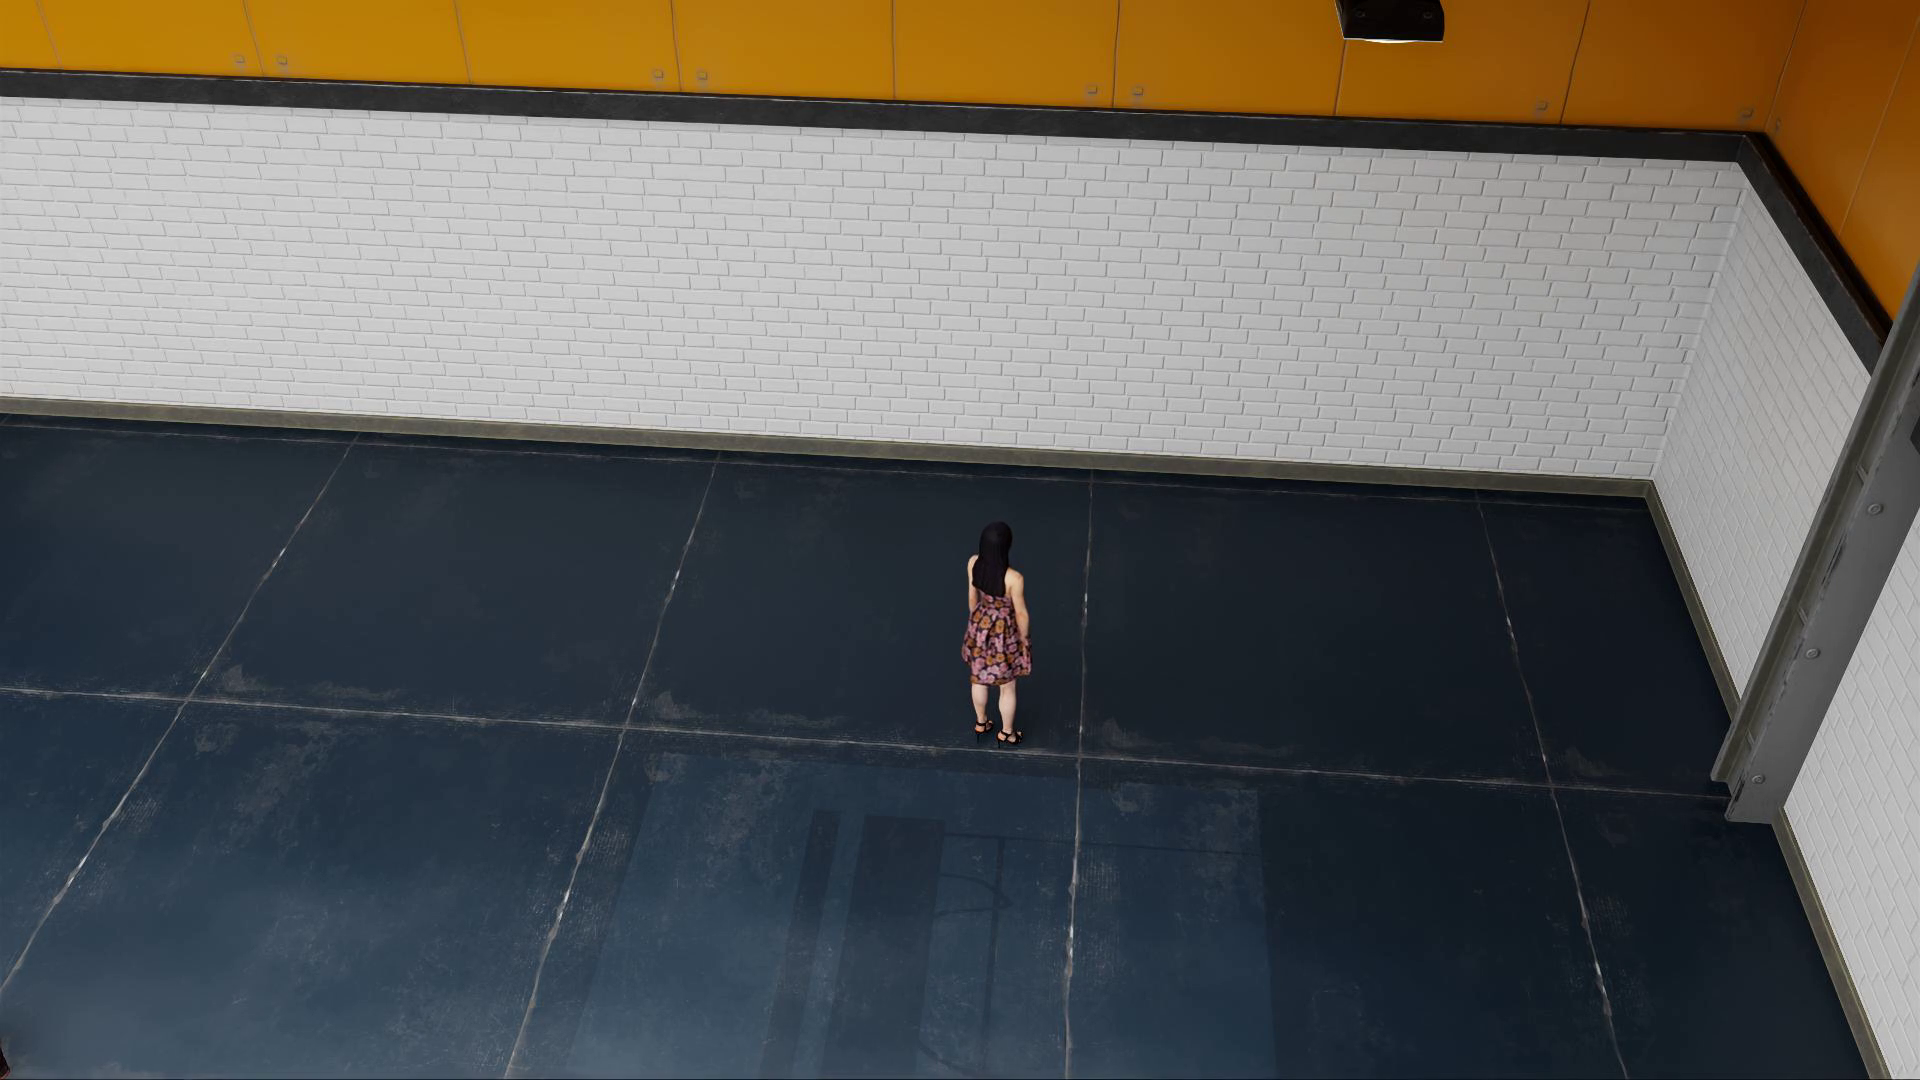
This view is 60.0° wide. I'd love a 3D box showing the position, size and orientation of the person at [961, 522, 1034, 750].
[{"bbox_3d":[0.236,0.598,10.367,0.788,1.774,0.823,22,44,25],"label":"person"}]
